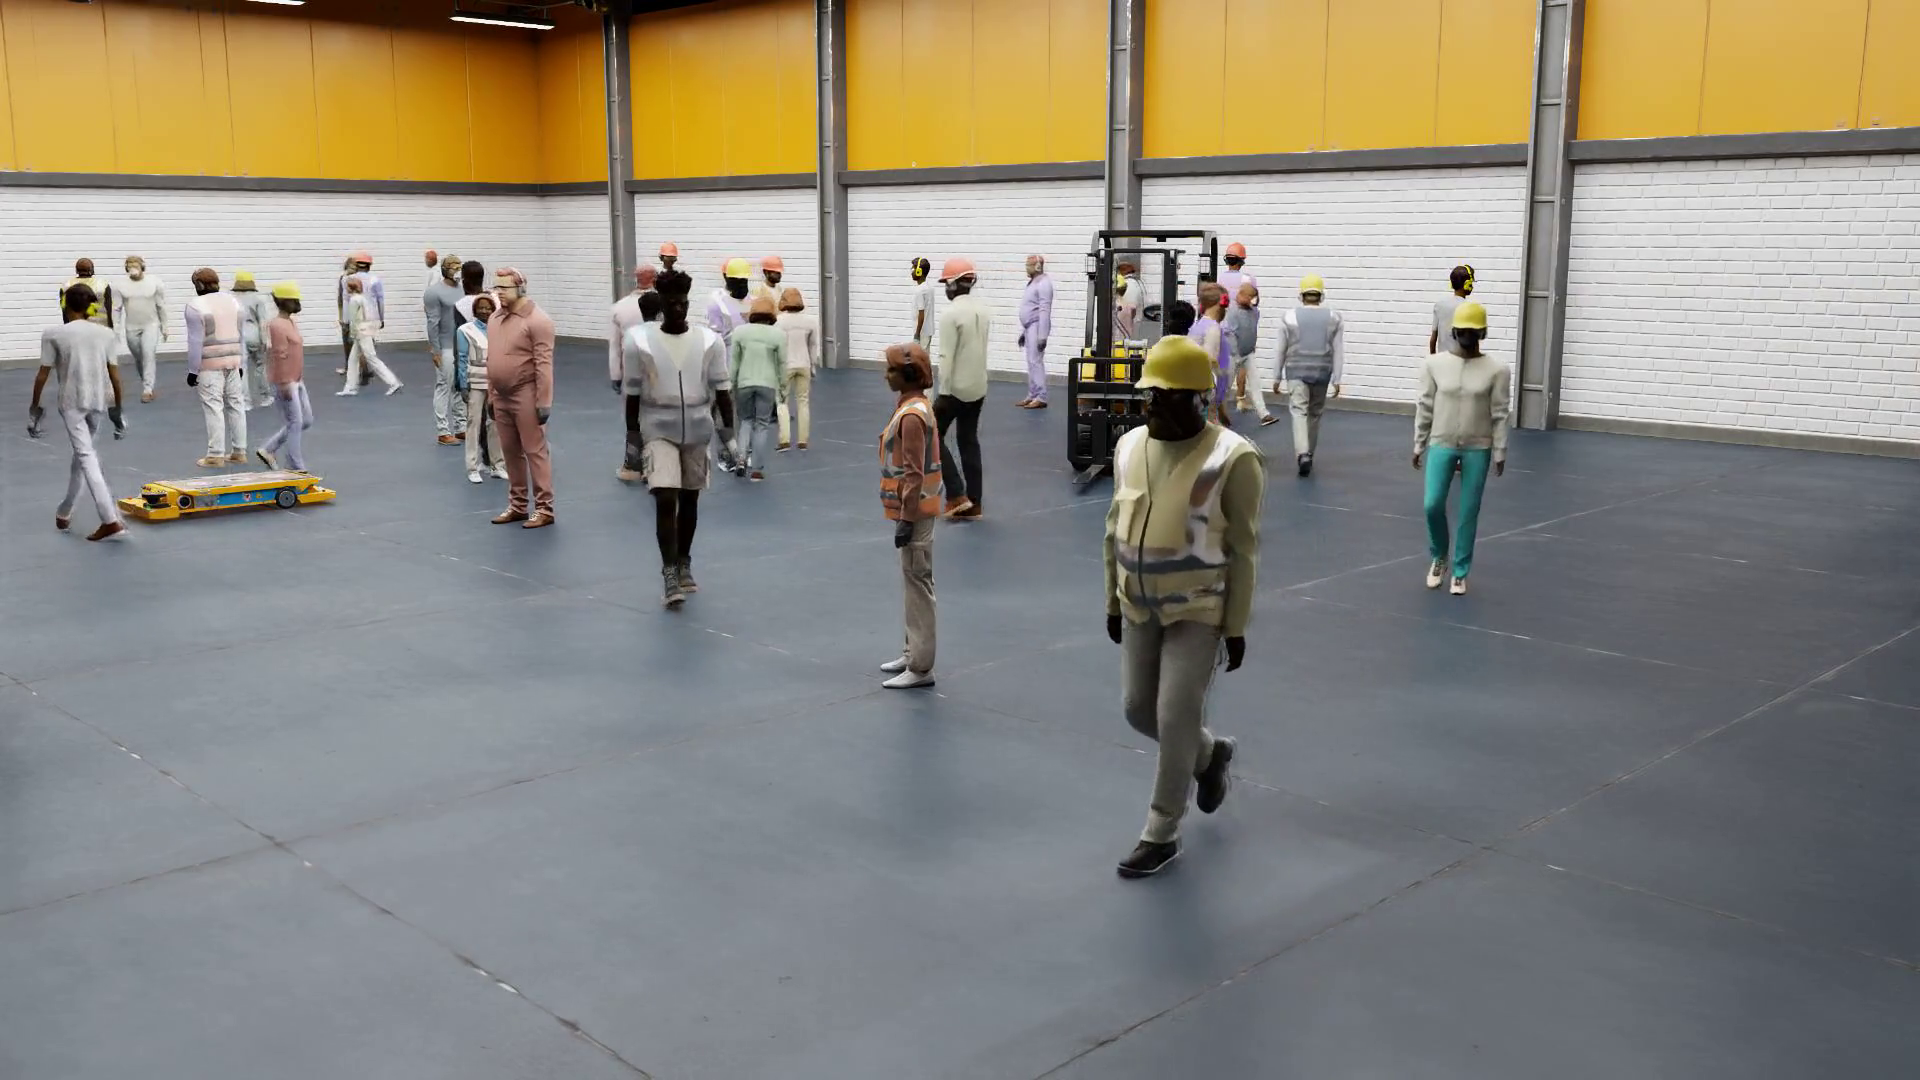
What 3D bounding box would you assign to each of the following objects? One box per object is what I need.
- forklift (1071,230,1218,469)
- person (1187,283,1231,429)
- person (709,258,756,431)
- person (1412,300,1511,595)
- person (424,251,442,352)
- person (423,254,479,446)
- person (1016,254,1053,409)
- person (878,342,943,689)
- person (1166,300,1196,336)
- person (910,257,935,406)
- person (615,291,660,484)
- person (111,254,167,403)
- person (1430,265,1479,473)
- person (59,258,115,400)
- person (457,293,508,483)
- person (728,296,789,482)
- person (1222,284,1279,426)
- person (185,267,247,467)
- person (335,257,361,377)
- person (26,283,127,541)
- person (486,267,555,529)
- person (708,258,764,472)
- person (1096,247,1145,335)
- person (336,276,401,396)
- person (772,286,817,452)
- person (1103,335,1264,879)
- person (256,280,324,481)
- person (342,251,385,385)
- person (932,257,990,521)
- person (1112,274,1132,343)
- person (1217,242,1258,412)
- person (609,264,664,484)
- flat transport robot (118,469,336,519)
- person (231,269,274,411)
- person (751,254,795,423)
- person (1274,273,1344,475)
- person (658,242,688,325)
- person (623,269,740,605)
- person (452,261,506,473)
[{"bbox_3d":[1.804,-1.825,15.677,1.214,2.155,2.313,2,11,13],"label":"forklift"},{"bbox_3d":[1.742,-0.928,11.881,0.435,1.802,0.611,1,10,3],"label":"person"},{"bbox_3d":[-2.539,-2.173,18.419,0.993,1.896,0.556,7,13,35],"label":"person"},{"bbox_3d":[2.962,-0.539,9.844,0.552,1.750,0.369,3,11,18],"label":"person"},{"bbox_3d":[-9.498,-4.301,30.137,0.354,1.853,0.671,-4,11,-19],"label":"person"},{"bbox_3d":[-5.175,-1.941,17.004,0.372,1.941,0.627,5,12,27],"label":"person"},{"bbox_3d":[0.927,-2.587,20.624,0.401,1.907,0.670,-2,11,-10],"label":"person"},{"bbox_3d":[-0.233,-0.118,7.889,0.307,1.638,0.513,0,10,-3],"label":"person"},{"bbox_3d":[1.746,-1.029,12.845,0.914,1.641,0.518,2,11,10],"label":"person"},{"bbox_3d":[-0.467,-2.417,19.792,0.328,1.872,0.514,2,11,12],"label":"person"},{"bbox_3d":[-2.644,-1.279,14.168,0.547,1.649,0.811,-7,13,-34],"label":"person"},{"bbox_3d":[-10.589,-2.746,21.528,0.644,1.902,0.962,-3,11,-17],"label":"person"},{"bbox_3d":[4.475,-1.541,15.019,0.309,1.868,0.535,-8,13,-36],"label":"person"},{"bbox_3d":[-11.228,-2.714,21.487,0.625,1.844,0.429,-3,11,-17],"label":"person"},{"bbox_3d":[-4.112,-1.318,14.436,0.315,1.636,0.514,10,14,43],"label":"person"},{"bbox_3d":[-1.750,-1.311,14.448,0.533,1.606,0.379,1,10,6],"label":"person"},{"bbox_3d":[3.186,-2.055,18.589,0.518,1.582,0.873,-7,13,-35],"label":"person"},{"bbox_3d":[-6.892,-1.592,15.386,0.430,1.838,0.619,5,11,23],"label":"person"},{"bbox_3d":[-9.213,-3.357,25.108,0.688,1.801,0.429,4,11,19],"label":"person"},{"bbox_3d":[-6.240,-0.907,11.772,0.998,1.799,0.610,8,13,36],"label":"person"},{"bbox_3d":[-3.244,-1.037,12.196,0.650,1.901,0.402,7,13,35],"label":"person"},{"bbox_3d":[-2.007,-1.590,15.123,0.589,1.928,0.386,-9,14,-42],"label":"person"},{"bbox_3d":[1.898,-2.232,18.317,0.873,2.000,0.719,1,10,4],"label":"person"},{"bbox_3d":[-7.888,-2.707,22.131,0.839,1.600,0.500,-2,11,-11],"label":"person"},{"bbox_3d":[-1.650,-1.684,16.442,0.509,1.634,0.311,-5,11,-25],"label":"person"},{"bbox_3d":[0.766,0.199,5.686,0.599,1.810,0.699,10,14,43],"label":"person"},{"bbox_3d":[-5.841,-1.365,14.381,0.493,1.754,0.536,-1,10,-6],"label":"person"},{"bbox_3d":[-8.556,-3.197,23.970,0.560,1.890,0.950,0,10,1],"label":"person"},{"bbox_3d":[-0.020,-1.116,12.412,0.477,1.969,0.634,6,12,31],"label":"person"},{"bbox_3d":[1.643,-1.977,17.810,0.907,1.715,0.539,5,12,27],"label":"person"},{"bbox_3d":[3.308,-2.565,20.125,0.607,2.044,0.372,5,12,27],"label":"person"},{"bbox_3d":[-2.669,-1.455,14.523,0.648,1.878,0.810,2,11,13],"label":"person"},{"bbox_3d":[-5.715,-0.372,13.004,1.431,0.197,0.652,-10,14,-44],"label":"flat transport robot"},{"bbox_3d":[-8.756,-2.470,20.498,0.507,1.705,0.834,-2,11,-9],"label":"person"},{"bbox_3d":[-2.097,-2.266,18.838,0.600,1.914,0.572,5,11,25],"label":"person"},{"bbox_3d":[3.131,-1.492,14.950,0.603,1.800,0.871,0,10,3],"label":"person"},{"bbox_3d":[-4.029,-3.110,23.105,0.393,2.040,0.611,9,14,42],"label":"person"},{"bbox_3d":[-1.601,-0.595,9.665,0.635,1.925,0.903,-4,11,-22],"label":"person"},{"bbox_3d":[-4.282,-1.540,14.902,0.455,1.901,0.611,6,12,31],"label":"person"}]
